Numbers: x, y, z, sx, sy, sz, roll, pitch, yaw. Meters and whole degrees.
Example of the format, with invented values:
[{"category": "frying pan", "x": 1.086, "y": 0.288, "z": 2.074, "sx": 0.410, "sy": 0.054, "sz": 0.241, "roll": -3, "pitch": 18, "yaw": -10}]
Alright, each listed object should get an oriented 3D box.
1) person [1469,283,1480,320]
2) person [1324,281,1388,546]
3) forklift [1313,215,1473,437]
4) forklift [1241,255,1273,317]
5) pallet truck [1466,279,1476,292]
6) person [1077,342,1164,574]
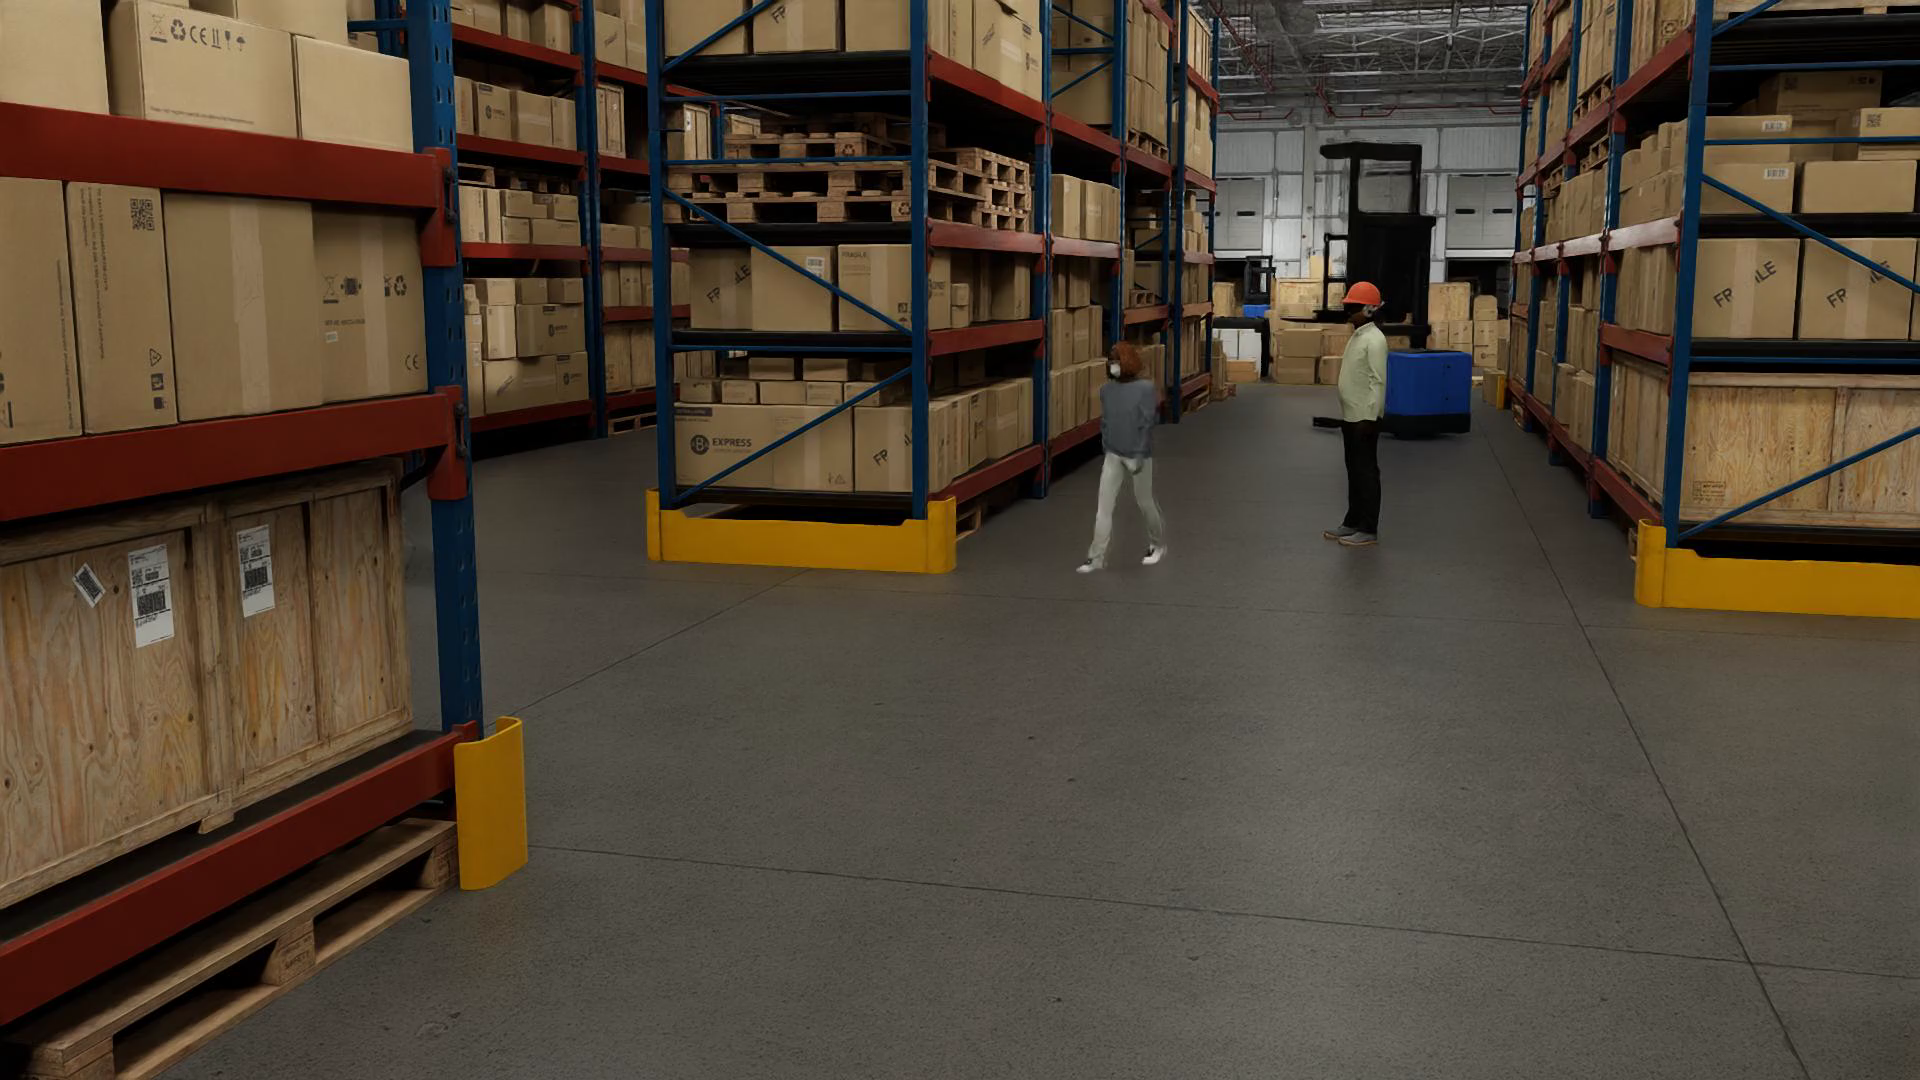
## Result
[{"category": "person", "x": 16.096, "y": -7.094, "z": 52.010, "sx": 1.040, "sy": 1.882, "sz": 0.628, "roll": 6, "pitch": 11, "yaw": 32}, {"category": "person", "x": 3.033, "y": -0.953, "z": 12.620, "sx": 0.374, "sy": 1.997, "sz": 0.613, "roll": -1, "pitch": 9, "yaw": -6}, {"category": "forklift", "x": 5.650, "y": -2.794, "z": 21.525, "sx": 1.129, "sy": 2.768, "sz": 1.873, "roll": -4, "pitch": 10, "yaw": -26}, {"category": "forklift", "x": 10.552, "y": -8.662, "z": 58.803, "sx": 1.129, "sy": 2.768, "sz": 1.873, "roll": 2, "pitch": 9, "yaw": 15}, {"category": "pallet truck", "x": 18.896, "y": -8.459, "z": 60.307, "sx": 1.885, "sy": 1.965, "sz": 0.823, "roll": 5, "pitch": 10, "yaw": 31}, {"category": "person", "x": 1.165, "y": -0.582, "z": 11.563, "sx": 0.501, "sy": 1.591, "sz": 0.839, "roll": 7, "pitch": 11, "yaw": 38}]
